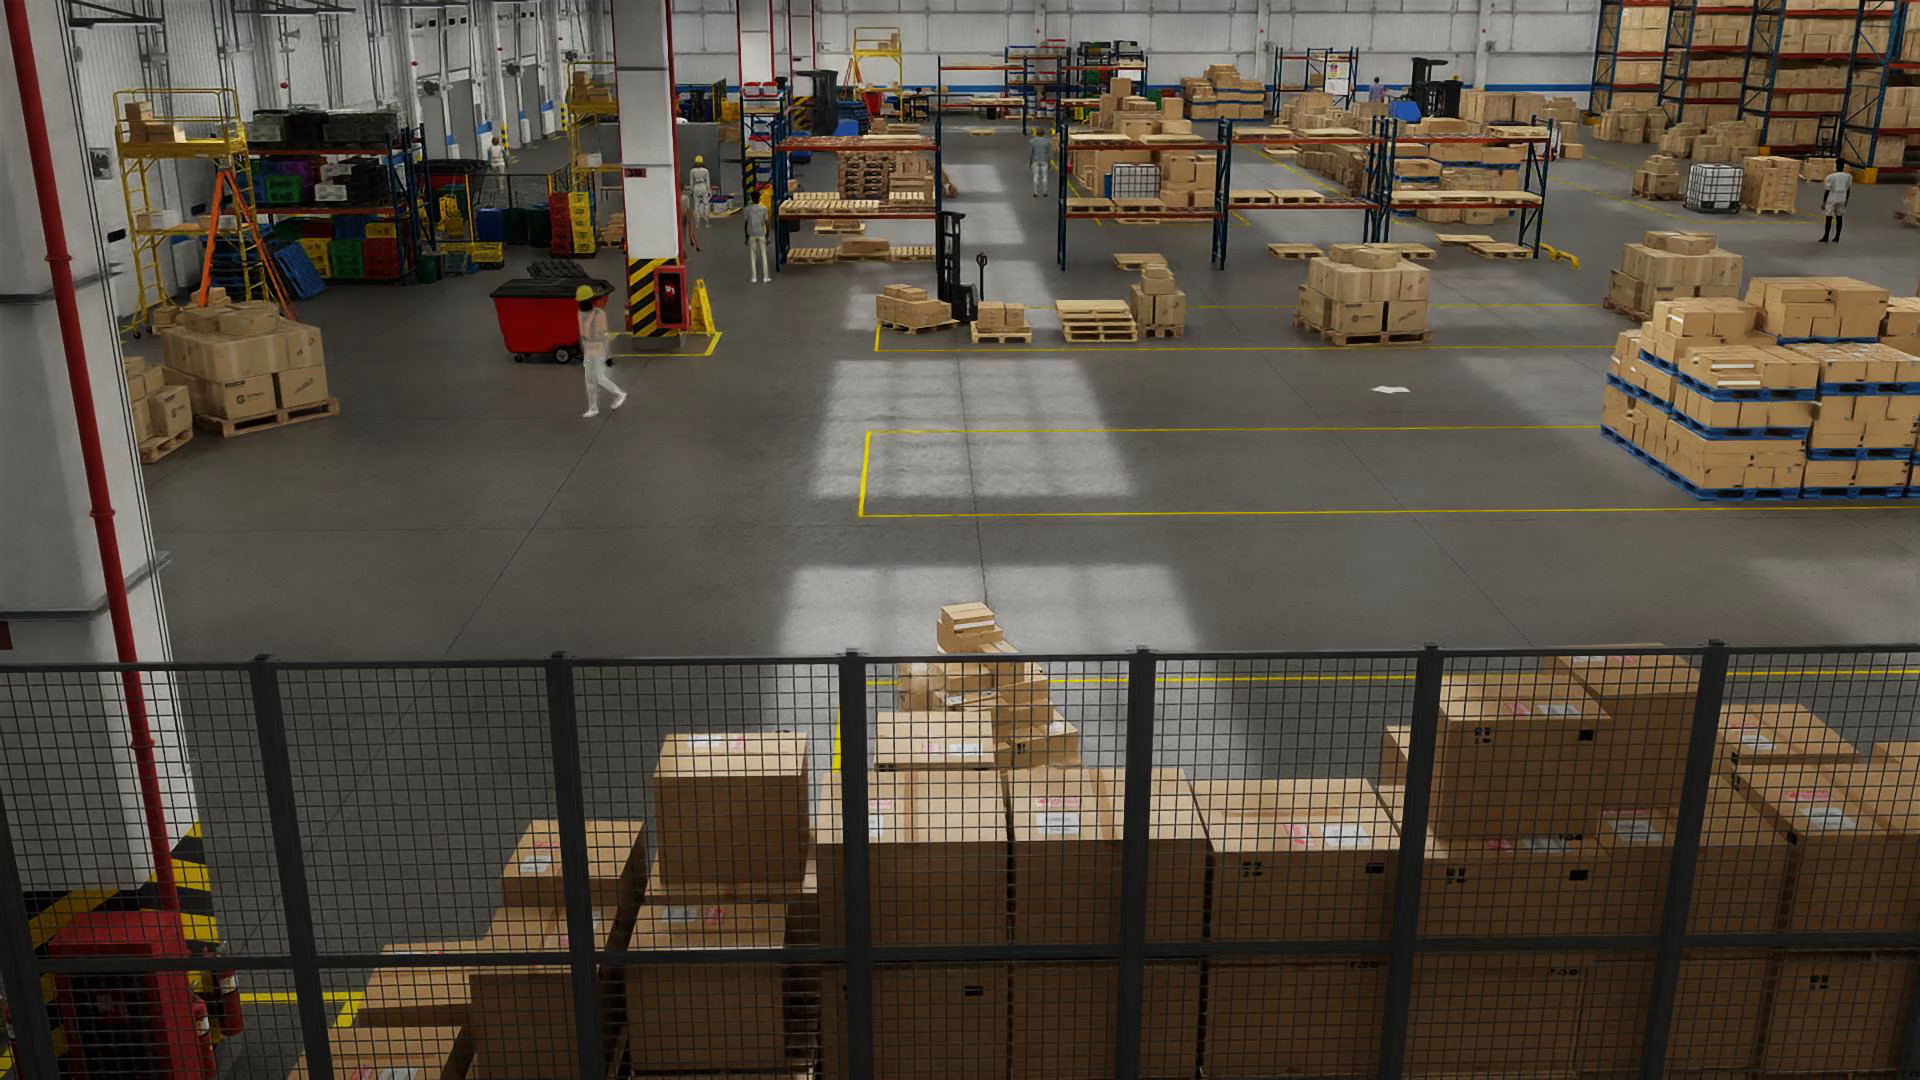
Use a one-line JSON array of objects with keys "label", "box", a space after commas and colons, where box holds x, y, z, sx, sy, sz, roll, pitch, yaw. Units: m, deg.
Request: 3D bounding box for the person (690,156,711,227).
[{"label": "person", "box": [-6.441, -8.649, 41.280, 0.485, 1.744, 0.308, 0, 19, 0]}]

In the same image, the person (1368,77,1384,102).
[{"label": "person", "box": [17.777, -18.821, 71.158, 0.628, 1.940, 0.377, 0, 19, 0]}]

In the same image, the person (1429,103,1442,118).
[{"label": "person", "box": [15.806, -13.453, 55.145, 0.611, 1.996, 0.387, 0, 19, 0]}]

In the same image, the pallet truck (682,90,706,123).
[{"label": "pallet truck", "box": [-9.671, -15.907, 62.421, 0.823, 1.965, 1.885, 5, 19, 15]}]

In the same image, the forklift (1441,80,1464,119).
[{"label": "forklift", "box": [15.644, -13.239, 53.146, 1.873, 2.768, 1.129, -1, 19, -1]}]

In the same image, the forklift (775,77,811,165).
[{"label": "forklift", "box": [-5.920, -13.893, 55.085, 1.873, 2.768, 1.129, -1, 19, -1]}]

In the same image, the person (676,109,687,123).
[{"label": "person", "box": [-9.158, -13.129, 54.356, 0.574, 1.884, 0.360, 0, 19, 0]}]

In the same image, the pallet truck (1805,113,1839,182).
[{"label": "pallet truck", "box": [26.403, -11.957, 50.702, 0.823, 1.965, 1.885, 6, 19, 16]}]

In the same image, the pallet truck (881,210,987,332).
[{"label": "pallet truck", "box": [-0.493, -4.759, 29.349, 1.885, 1.965, 0.823, -13, 23, -34]}]

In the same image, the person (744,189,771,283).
[{"label": "person", "box": [-4.105, -6.139, 33.638, 0.521, 1.873, 0.334, 0, 19, 0]}]

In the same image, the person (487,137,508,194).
[{"label": "person", "box": [-13.266, -10.753, 47.760, 0.525, 1.593, 0.882, -2, 19, -5]}]

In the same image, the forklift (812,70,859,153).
[{"label": "forklift", "box": [-4.640, -15.296, 59.249, 1.873, 2.768, 1.129, -10, 21, -27]}]

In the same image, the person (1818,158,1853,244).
[{"label": "person", "box": [20.351, -7.880, 38.663, 0.605, 1.962, 0.373, 0, 19, 0]}]

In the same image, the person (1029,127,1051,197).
[{"label": "person", "box": [2.250, -10.641, 46.888, 0.628, 1.940, 0.377, 0, 19, 0]}]

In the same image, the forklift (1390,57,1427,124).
[{"label": "forklift", "box": [18.876, -18.497, 68.743, 1.873, 2.768, 1.129, -1, 19, -1]}]

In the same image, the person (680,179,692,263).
[{"label": "person", "box": [-6.068, -6.831, 35.777, 0.520, 1.821, 0.781, 8, 20, 23]}]

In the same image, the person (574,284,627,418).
[{"label": "person", "box": [-5.078, -2.665, 23.290, 0.636, 1.899, 0.639, 15, 24, 38]}]
